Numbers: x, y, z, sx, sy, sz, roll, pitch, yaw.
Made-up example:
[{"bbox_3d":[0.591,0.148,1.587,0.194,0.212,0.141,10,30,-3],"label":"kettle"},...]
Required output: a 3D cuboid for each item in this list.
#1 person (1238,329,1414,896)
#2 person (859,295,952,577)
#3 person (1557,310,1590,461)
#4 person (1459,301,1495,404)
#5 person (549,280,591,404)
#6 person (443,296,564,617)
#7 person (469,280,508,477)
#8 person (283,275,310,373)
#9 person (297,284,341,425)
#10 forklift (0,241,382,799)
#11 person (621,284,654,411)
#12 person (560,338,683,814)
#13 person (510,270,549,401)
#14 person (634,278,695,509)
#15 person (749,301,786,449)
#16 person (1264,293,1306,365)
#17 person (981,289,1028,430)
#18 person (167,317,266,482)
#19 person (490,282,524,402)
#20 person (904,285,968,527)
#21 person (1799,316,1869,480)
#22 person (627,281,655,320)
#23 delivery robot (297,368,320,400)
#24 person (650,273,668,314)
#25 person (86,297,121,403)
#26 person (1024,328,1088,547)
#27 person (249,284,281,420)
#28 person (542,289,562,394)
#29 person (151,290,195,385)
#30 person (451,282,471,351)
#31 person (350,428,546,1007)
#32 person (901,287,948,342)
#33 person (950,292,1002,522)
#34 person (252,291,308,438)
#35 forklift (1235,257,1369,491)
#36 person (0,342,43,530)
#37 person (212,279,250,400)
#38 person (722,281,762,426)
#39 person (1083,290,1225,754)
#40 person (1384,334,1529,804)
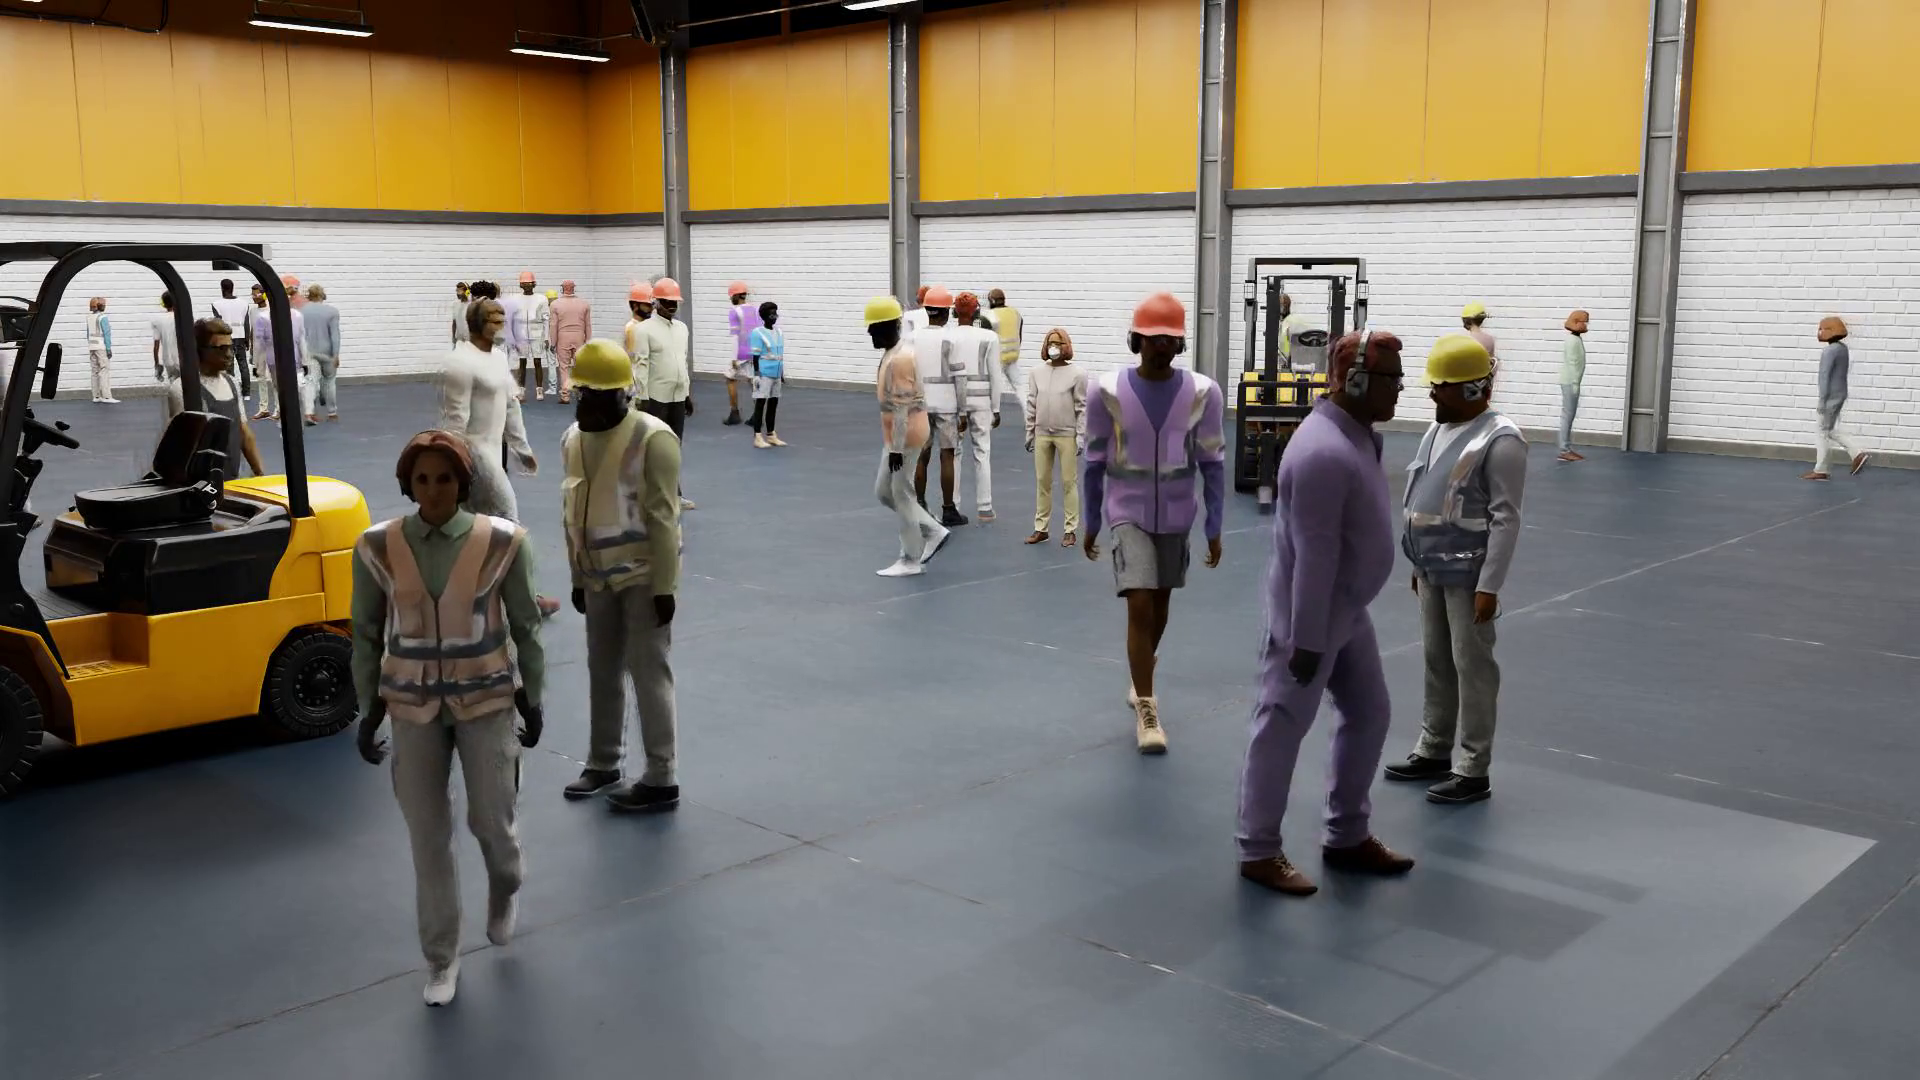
[{"bbox_3d":[1.258,0.250,5.520,0.635,1.876,0.672,4,10,23],"label":"person"},{"bbox_3d":[-0.389,-0.689,11.183,0.561,1.903,0.586,-2,9,-13],"label":"person"},{"bbox_3d":[6.647,-1.675,18.030,0.278,1.633,0.507,5,10,27],"label":"person"},{"bbox_3d":[5.062,-1.485,16.516,0.525,1.754,0.377,-7,12,-37],"label":"person"},{"bbox_3d":[-5.994,-3.040,25.561,0.650,1.906,0.401,-5,11,-28],"label":"person"},{"bbox_3d":[-2.724,-0.478,9.883,0.912,1.903,0.655,0,9,2],"label":"person"},{"bbox_3d":[-4.467,-1.473,15.773,0.367,1.966,0.604,-4,10,-23],"label":"person"},{"bbox_3d":[-10.823,-3.338,27.204,0.648,1.972,0.467,8,12,40],"label":"person"},{"bbox_3d":[-8.587,-2.471,22.203,0.647,1.882,1.041,-1,9,-4],"label":"person"},{"bbox_3d":[-3.706,-0.171,7.093,1.214,2.155,2.313,9,13,43],"label":"forklift"},{"bbox_3d":[-2.942,-1.389,15.357,0.376,1.934,0.547,-2,9,-10],"label":"person"},{"bbox_3d":[-1.312,0.137,6.387,0.640,1.821,0.451,6,11,33],"label":"person"},{"bbox_3d":[-6.747,-3.191,26.067,0.605,2.045,0.377,-1,9,-8],"label":"person"},{"bbox_3d":[-2.504,-1.229,14.195,0.396,1.990,0.622,6,11,32],"label":"person"},{"bbox_3d":[-2.217,-1.908,19.261,0.317,1.695,0.540,6,11,32],"label":"person"},{"bbox_3d":[3.558,-1.760,17.984,0.546,1.821,0.651,-2,10,-14],"label":"person"},{"bbox_3d":[0.593,-2.310,21.418,0.820,1.810,0.530,-6,11,-31],"label":"person"},{"bbox_3d":[-3.882,-0.256,8.771,0.549,1.824,0.540,0,9,0],"label":"person"},{"bbox_3d":[-6.934,-2.962,25.176,1.005,1.886,0.640,6,11,35],"label":"person"},{"bbox_3d":[-0.178,-1.073,13.404,0.552,1.937,0.356,5,10,27],"label":"person"},{"bbox_3d":[8.550,-1.365,16.195,0.499,1.617,0.496,-8,13,-42],"label":"person"},{"bbox_3d":[-4.154,-2.478,22.102,0.494,1.921,0.545,-3,10,-18],"label":"person"},{"bbox_3d":[-9.956,-2.368,25.287,0.477,0.478,0.707,-5,10,-28],"label":"delivery robot"},{"bbox_3d":[-4.159,-2.719,23.186,0.707,2.000,0.700,0,9,3],"label":"person"},{"bbox_3d":[-13.272,-2.925,25.669,0.514,1.641,0.315,6,11,32],"label":"person"},{"bbox_3d":[0.716,-0.767,12.453,0.500,1.636,0.281,5,10,27],"label":"person"},{"bbox_3d":[-9.545,-2.577,22.840,0.533,1.868,0.310,3,10,17],"label":"person"},{"bbox_3d":[-6.732,-3.286,27.603,0.329,1.735,0.498,7,12,38],"label":"person"},{"bbox_3d":[-9.534,-2.133,20.231,0.521,1.841,0.850,-1,9,-8],"label":"person"},{"bbox_3d":[-7.855,-3.168,26.476,0.535,1.865,0.311,2,9,12],"label":"person"},{"bbox_3d":[-1.460,0.486,4.800,0.530,1.630,0.442,-1,9,-6],"label":"person"},{"bbox_3d":[-0.425,-2.213,20.671,0.608,1.839,0.957,0,9,3],"label":"person"},{"bbox_3d":[0.057,-1.082,13.631,0.573,1.883,0.357,1,9,8],"label":"person"},{"bbox_3d":[-8.402,-2.203,20.441,0.792,1.896,0.614,9,13,44],"label":"person"},{"bbox_3d":[3.309,-1.629,16.029,1.214,2.155,2.313,2,9,11],"label":"forklift"},{"bbox_3d":[-7.529,-0.949,12.840,0.662,1.872,0.881,-1,9,-8],"label":"person"},{"bbox_3d":[-11.427,-3.137,26.120,0.392,1.920,0.590,7,12,38],"label":"person"},{"bbox_3d":[-2.892,-2.451,21.933,0.728,1.902,0.589,8,12,39],"label":"person"},{"bbox_3d":[0.858,-0.126,7.468,0.615,1.988,1.095,0,9,-2],"label":"person"},{"bbox_3d":[1.931,0.111,6.501,0.403,1.822,0.588,-2,10,-14],"label":"person"}]
